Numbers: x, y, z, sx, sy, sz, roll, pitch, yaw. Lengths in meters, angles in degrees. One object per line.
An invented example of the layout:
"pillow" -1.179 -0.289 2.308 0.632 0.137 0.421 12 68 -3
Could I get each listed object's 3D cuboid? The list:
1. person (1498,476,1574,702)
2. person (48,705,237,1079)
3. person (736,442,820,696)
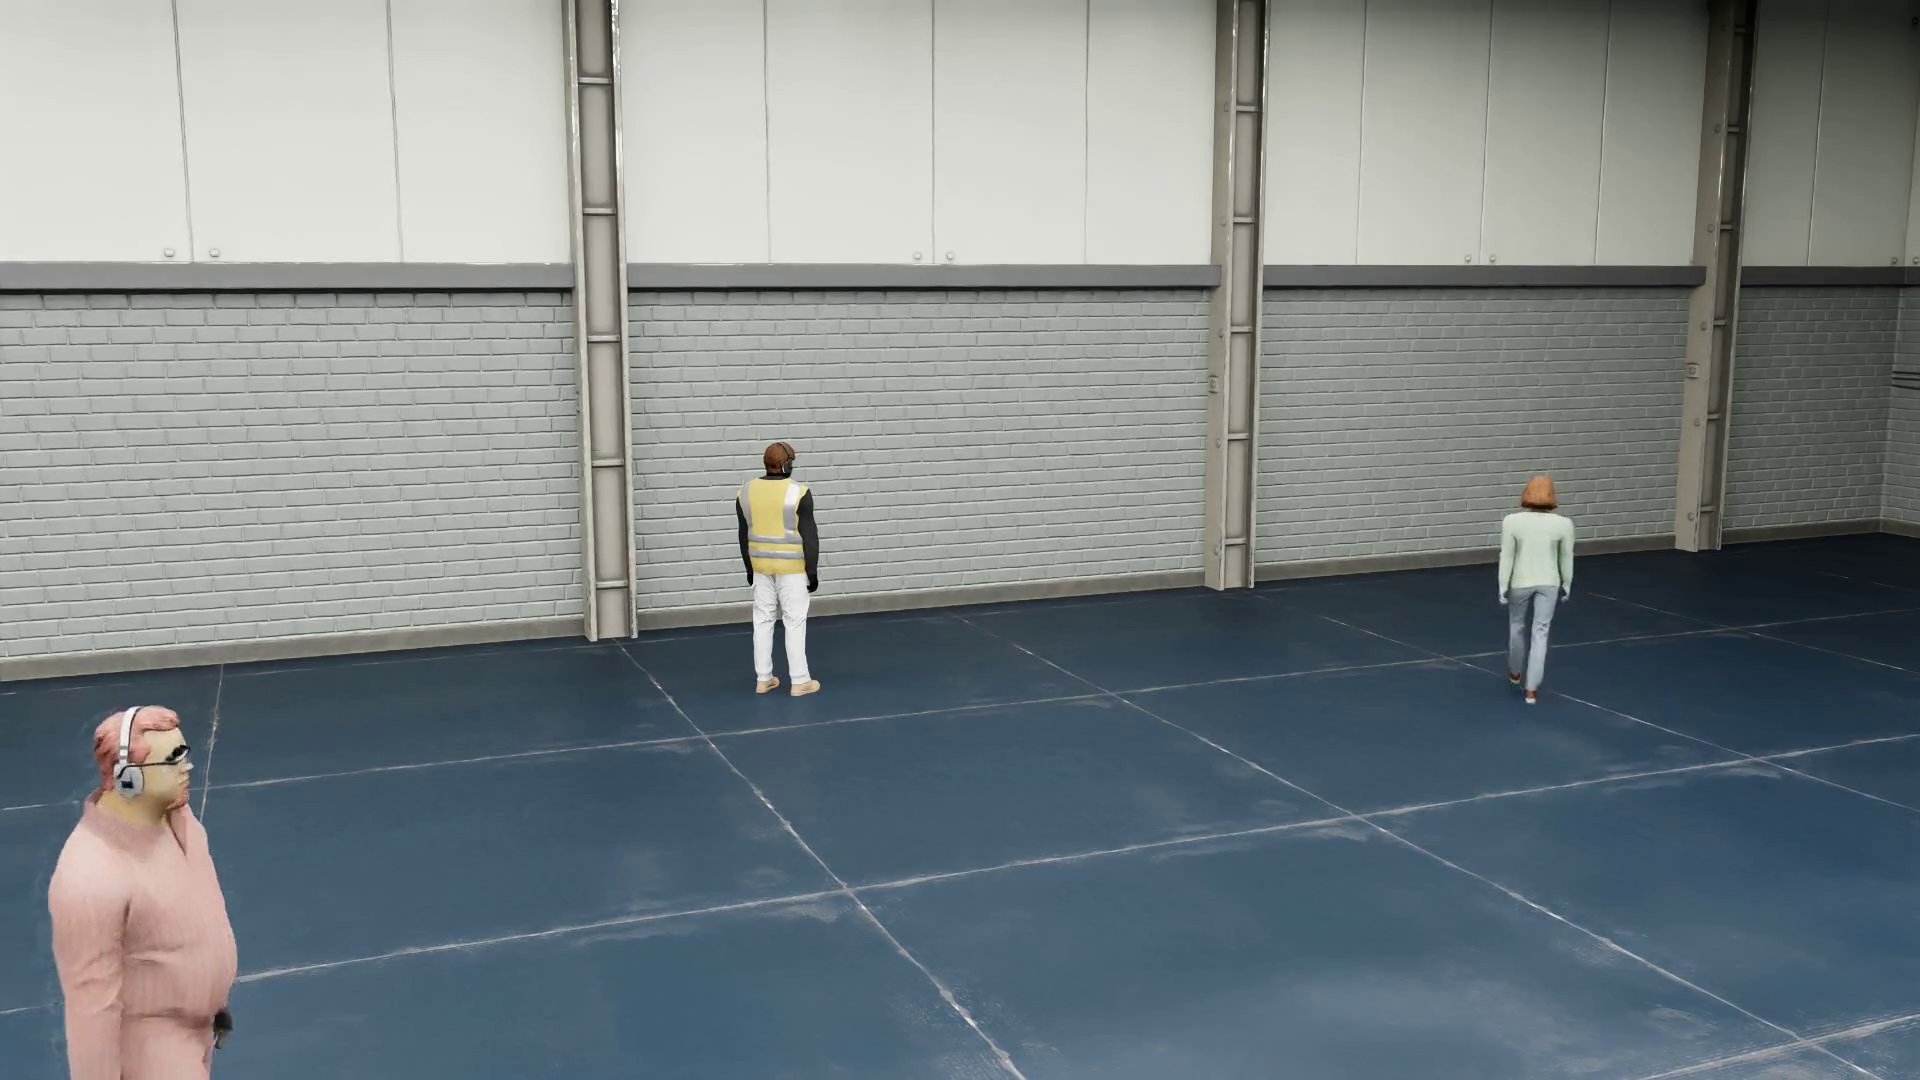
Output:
"person" 4.160 0.326 12.050 0.517 1.588 0.840 3 9 16
"person" -2.295 1.370 4.617 0.810 1.884 0.645 -2 9 -10
"person" -1.291 0.209 12.029 0.626 1.844 0.429 4 10 22
